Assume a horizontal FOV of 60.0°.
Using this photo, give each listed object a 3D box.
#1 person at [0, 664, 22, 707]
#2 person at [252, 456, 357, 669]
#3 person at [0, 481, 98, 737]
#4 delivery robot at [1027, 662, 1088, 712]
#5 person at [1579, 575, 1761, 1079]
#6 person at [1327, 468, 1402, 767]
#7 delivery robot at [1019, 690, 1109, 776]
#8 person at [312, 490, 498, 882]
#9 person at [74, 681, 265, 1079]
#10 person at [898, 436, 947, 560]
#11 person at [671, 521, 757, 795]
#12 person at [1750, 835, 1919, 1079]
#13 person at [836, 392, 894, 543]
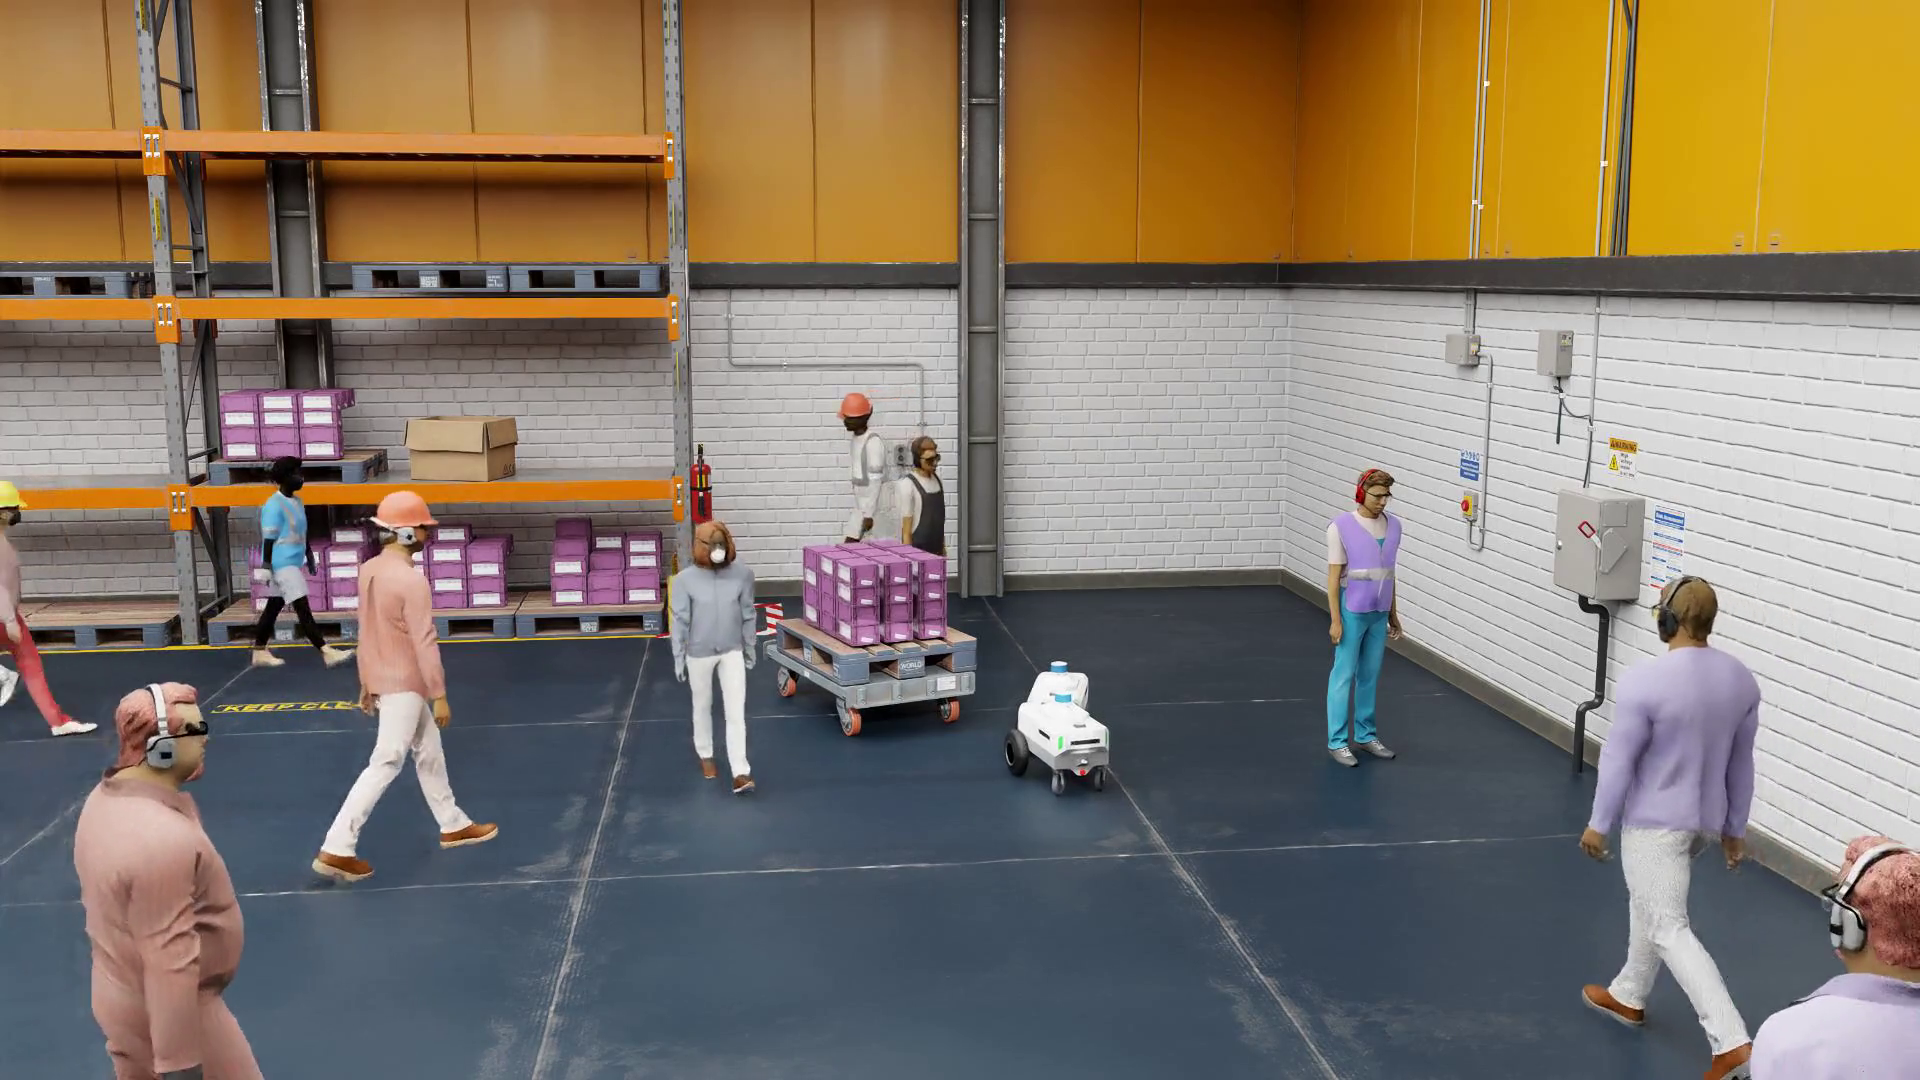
[{"bbox_3d":[-6.816,0.412,11.364,0.535,1.623,0.514,-4,10,-25],"label":"person"},{"bbox_3d":[-5.075,0.180,12.708,0.879,1.643,0.540,-1,9,-4],"label":"person"},{"bbox_3d":[-6.132,0.480,10.631,0.904,1.719,0.552,-4,10,-21],"label":"person"},{"bbox_3d":[0.628,1.019,10.593,0.477,0.478,0.707,1,9,8],"label":"delivery robot"},{"bbox_3d":[2.765,1.081,6.326,0.631,1.904,0.967,-4,10,-25],"label":"person"},{"bbox_3d":[2.500,0.467,10.340,0.563,1.838,0.390,-6,11,-32],"label":"person"},{"bbox_3d":[0.610,1.136,9.862,0.477,0.478,0.707,-3,10,-18],"label":"delivery robot"},{"bbox_3d":[-2.870,0.739,8.436,1.023,1.914,0.642,-8,12,-41],"label":"person"},{"bbox_3d":[-2.223,1.334,4.746,0.433,1.890,0.675,-8,12,-41],"label":"person"},{"bbox_3d":[-0.338,0.090,12.757,0.687,1.814,0.533,6,11,32],"label":"person"},{"bbox_3d":[-1.421,0.683,9.736,0.523,1.584,0.865,-3,10,-19],"label":"person"},{"bbox_3d":[1.927,1.550,3.454,0.658,1.875,0.911,-1,9,-5],"label":"person"},{"bbox_3d":[-0.839,-0.302,14.628,0.930,1.991,0.614,-5,10,-29],"label":"person"}]
